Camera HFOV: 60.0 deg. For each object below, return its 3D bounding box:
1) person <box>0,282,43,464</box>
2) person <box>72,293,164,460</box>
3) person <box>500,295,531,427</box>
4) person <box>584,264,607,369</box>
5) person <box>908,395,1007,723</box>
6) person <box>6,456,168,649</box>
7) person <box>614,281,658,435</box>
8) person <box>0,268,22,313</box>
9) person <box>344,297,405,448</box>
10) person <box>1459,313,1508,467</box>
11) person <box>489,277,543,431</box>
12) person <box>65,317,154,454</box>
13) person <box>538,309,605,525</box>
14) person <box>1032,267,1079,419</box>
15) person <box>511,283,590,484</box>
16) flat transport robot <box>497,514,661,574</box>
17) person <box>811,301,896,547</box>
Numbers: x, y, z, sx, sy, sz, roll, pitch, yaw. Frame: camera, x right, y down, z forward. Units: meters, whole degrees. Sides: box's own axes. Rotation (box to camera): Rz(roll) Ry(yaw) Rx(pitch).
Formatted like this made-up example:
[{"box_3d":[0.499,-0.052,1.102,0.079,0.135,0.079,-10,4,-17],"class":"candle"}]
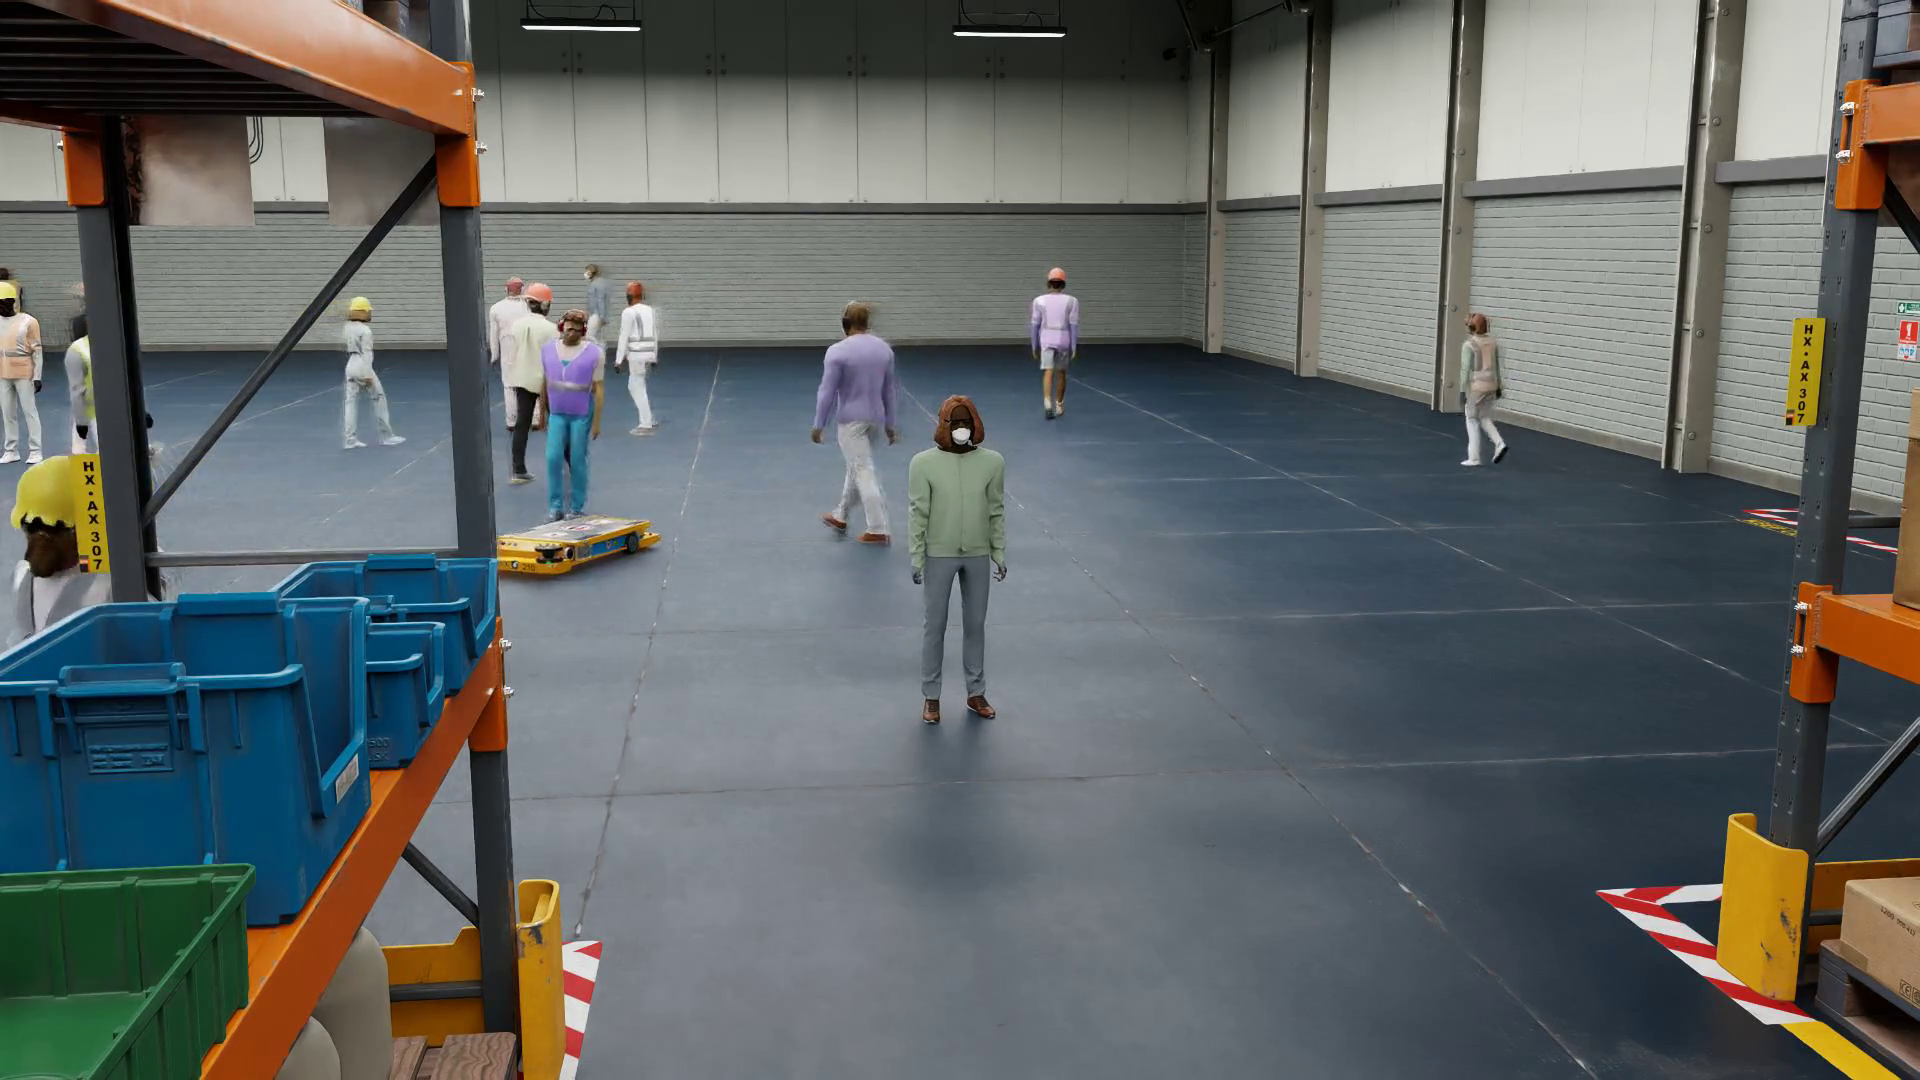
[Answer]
[{"box_3d":[-10.035,-1.761,17.634,0.594,1.926,0.366,0,10,1],"class":"person"},{"box_3d":[-8.919,-1.727,17.392,0.629,1.937,1.014,5,11,25],"class":"person"},{"box_3d":[-5.593,-2.270,21.053,0.534,1.700,0.318,0,10,2],"class":"person"},{"box_3d":[-6.681,-4.044,30.177,0.607,1.916,0.652,-6,12,-28],"class":"person"},{"box_3d":[-0.011,0.092,8.283,0.507,1.633,0.278,-3,11,-16],"class":"person"},{"box_3d":[-2.664,0.629,4.952,0.658,1.774,0.813,7,12,32],"class":"person"},{"box_3d":[-3.920,-2.193,20.165,0.466,1.866,0.593,3,11,18],"class":"person"},{"box_3d":[-19.052,-4.548,33.310,0.972,1.799,0.630,7,12,33],"class":"person"},{"box_3d":[-6.785,-1.920,19.102,0.491,1.716,0.768,7,13,34],"class":"person"},{"box_3d":[5.457,-1.559,17.346,0.552,1.616,0.450,-6,12,-32],"class":"person"},{"box_3d":[-5.492,-2.306,20.686,0.648,1.907,0.402,-2,11,-12],"class":"person"},{"box_3d":[-7.324,-1.098,14.329,0.624,1.840,0.636,4,11,22],"class":"person"},{"box_3d":[-3.283,-1.011,13.850,0.647,1.802,0.624,2,11,10],"class":"person"},{"box_3d":[1.260,-2.620,22.144,0.618,2.011,0.985,1,10,6],"class":"person"},{"box_3d":[-4.130,-1.560,16.488,0.611,1.938,1.019,4,11,22],"class":"person"},{"box_3d":[-2.897,0.016,12.441,0.652,0.197,1.431,4,11,21],"class":"flat transport robot"},{"box_3d":[-0.879,-0.926,13.130,0.986,1.890,0.655,10,14,44],"class":"person"}]
